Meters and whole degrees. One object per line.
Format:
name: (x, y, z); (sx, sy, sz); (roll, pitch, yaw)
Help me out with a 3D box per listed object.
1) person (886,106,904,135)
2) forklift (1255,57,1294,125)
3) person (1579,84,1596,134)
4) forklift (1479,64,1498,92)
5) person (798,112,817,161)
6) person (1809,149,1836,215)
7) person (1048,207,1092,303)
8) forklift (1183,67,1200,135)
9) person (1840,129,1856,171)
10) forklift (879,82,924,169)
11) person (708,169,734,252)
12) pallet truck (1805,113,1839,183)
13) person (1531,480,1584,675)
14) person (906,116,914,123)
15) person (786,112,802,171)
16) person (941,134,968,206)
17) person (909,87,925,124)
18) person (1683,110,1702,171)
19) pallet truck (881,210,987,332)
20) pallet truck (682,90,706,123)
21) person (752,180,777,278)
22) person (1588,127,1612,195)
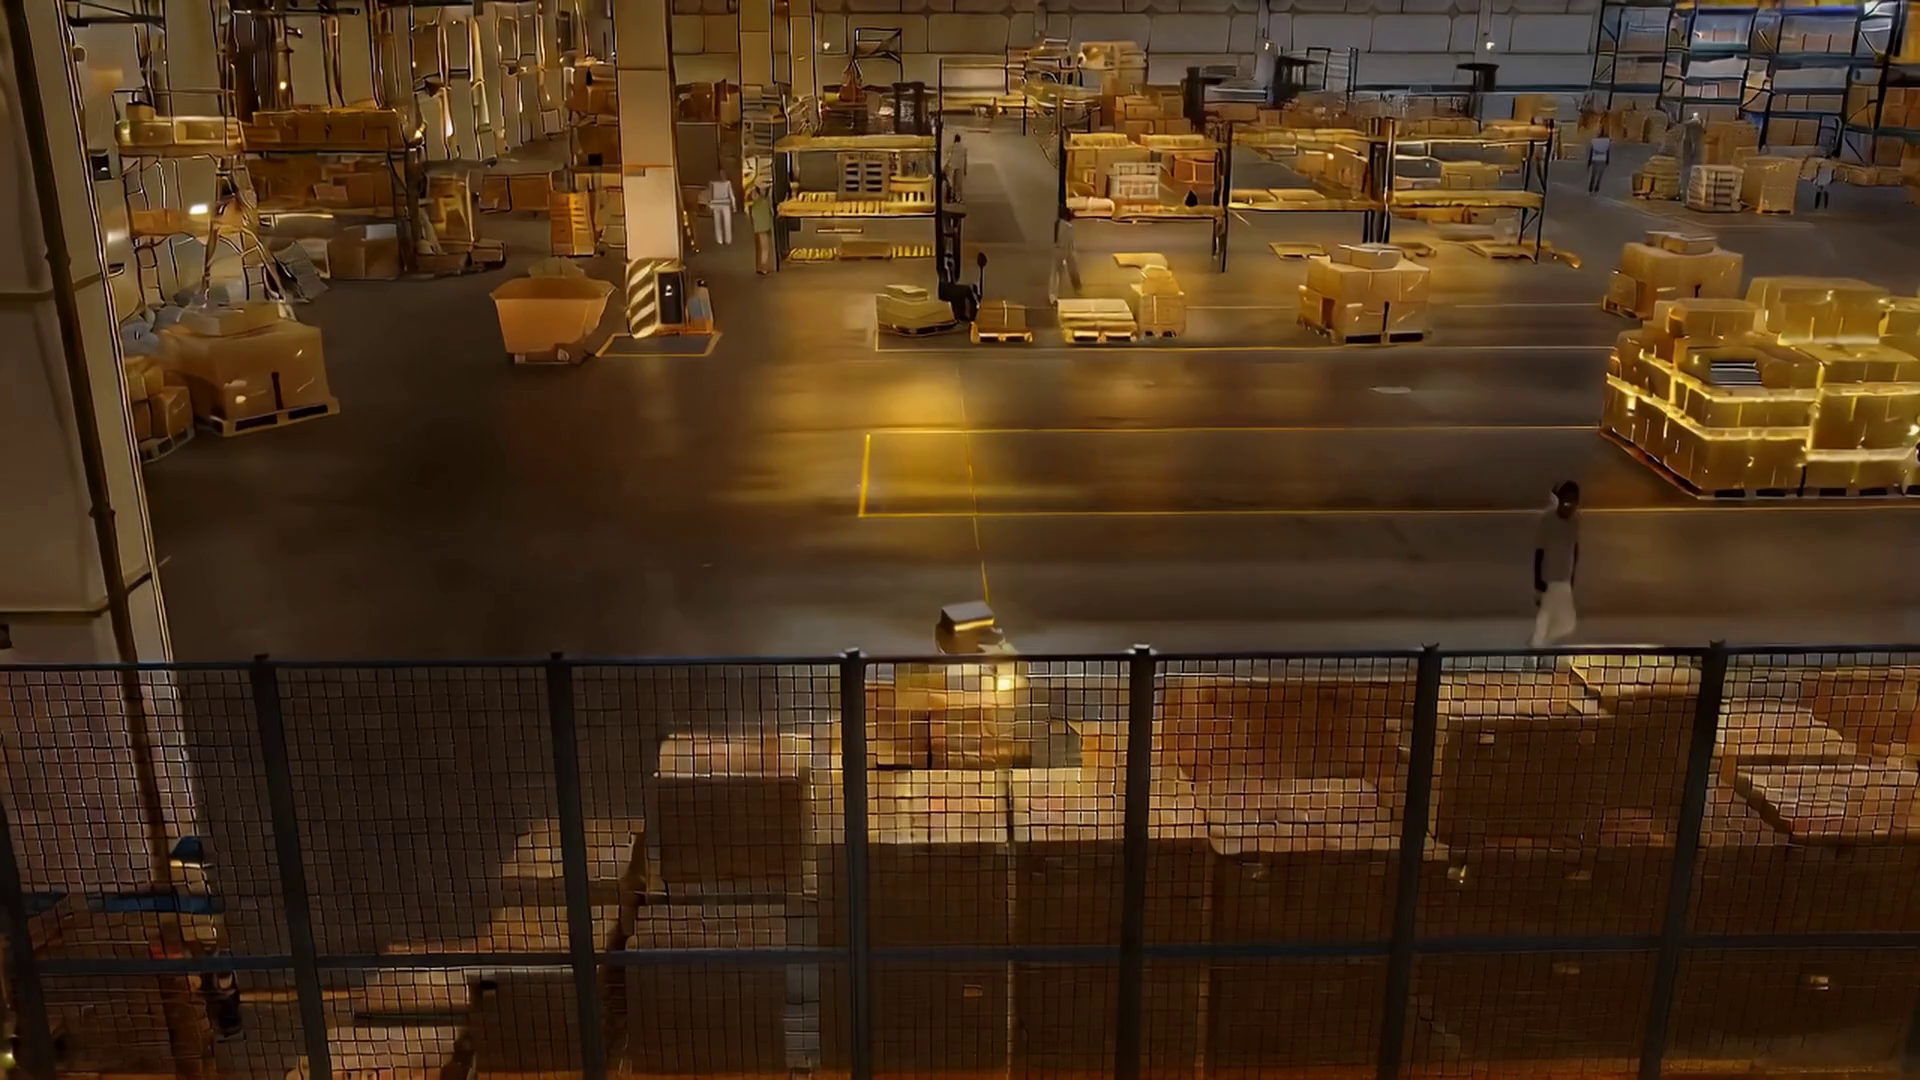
person: (-2.173, -13.548, 55.576); (0.638, 1.909, 0.916); (-5, 19, -15)
forklift: (13.400, -18.646, 69.186); (1.129, 2.768, 1.873); (-16, 25, -40)
person: (25.106, -17.260, 66.556); (0.648, 1.932, 0.992); (10, 21, 26)
forklift: (20.136, -16.775, 63.636); (1.873, 2.768, 1.129); (0, 19, -1)
person: (-5.202, -13.649, 56.317); (0.736, 1.605, 0.529); (0, 19, 1)
person: (22.514, -9.336, 43.390); (0.540, 1.695, 0.317); (-1, 19, -2)
person: (2.092, -5.415, 31.580); (0.899, 1.800, 0.639); (-7, 20, -19)
forklift: (8.517, -15.885, 60.997); (1.873, 2.768, 1.129); (-1, 19, -1)
person: (28.045, -12.488, 52.370); (0.700, 1.945, 0.603); (-1, 19, -4)
forklift: (-1.621, -13.024, 52.507); (1.129, 2.768, 1.873); (14, 23, 35)
person: (-5.394, -7.467, 37.648); (0.583, 1.829, 1.002); (-4, 19, -11)
pallet truck: (26.403, -11.957, 50.702); (0.823, 1.965, 1.885); (6, 19, 16)
person: (5.134, 0.375, 14.345); (0.517, 1.851, 0.376); (-5, 19, -15)
person: (-1.604, -12.773, 53.531); (0.480, 1.733, 0.332); (-8, 20, -24)
person: (-5.355, -12.792, 53.413); (0.506, 1.847, 0.345); (7, 20, 19)
person: (-0.168, -10.032, 45.129); (0.659, 1.915, 0.784); (6, 19, 16)
person: (-1.710, -17.384, 66.975); (0.910, 1.899, 0.543); (4, 19, 12)
person: (23.464, -12.778, 53.260); (0.628, 1.919, 0.459); (-7, 20, -20)
pallet truck: (-0.493, -4.759, 29.349); (1.885, 1.965, 0.823); (-13, 23, -34)
pallet truck: (-9.671, -15.907, 62.421); (0.823, 1.965, 1.885); (5, 19, 15)
person: (-4.050, -6.387, 34.179); (0.375, 1.997, 0.611); (-11, 22, -29)
person: (18.173, -10.761, 47.310); (0.595, 1.901, 0.667); (9, 21, 25)
